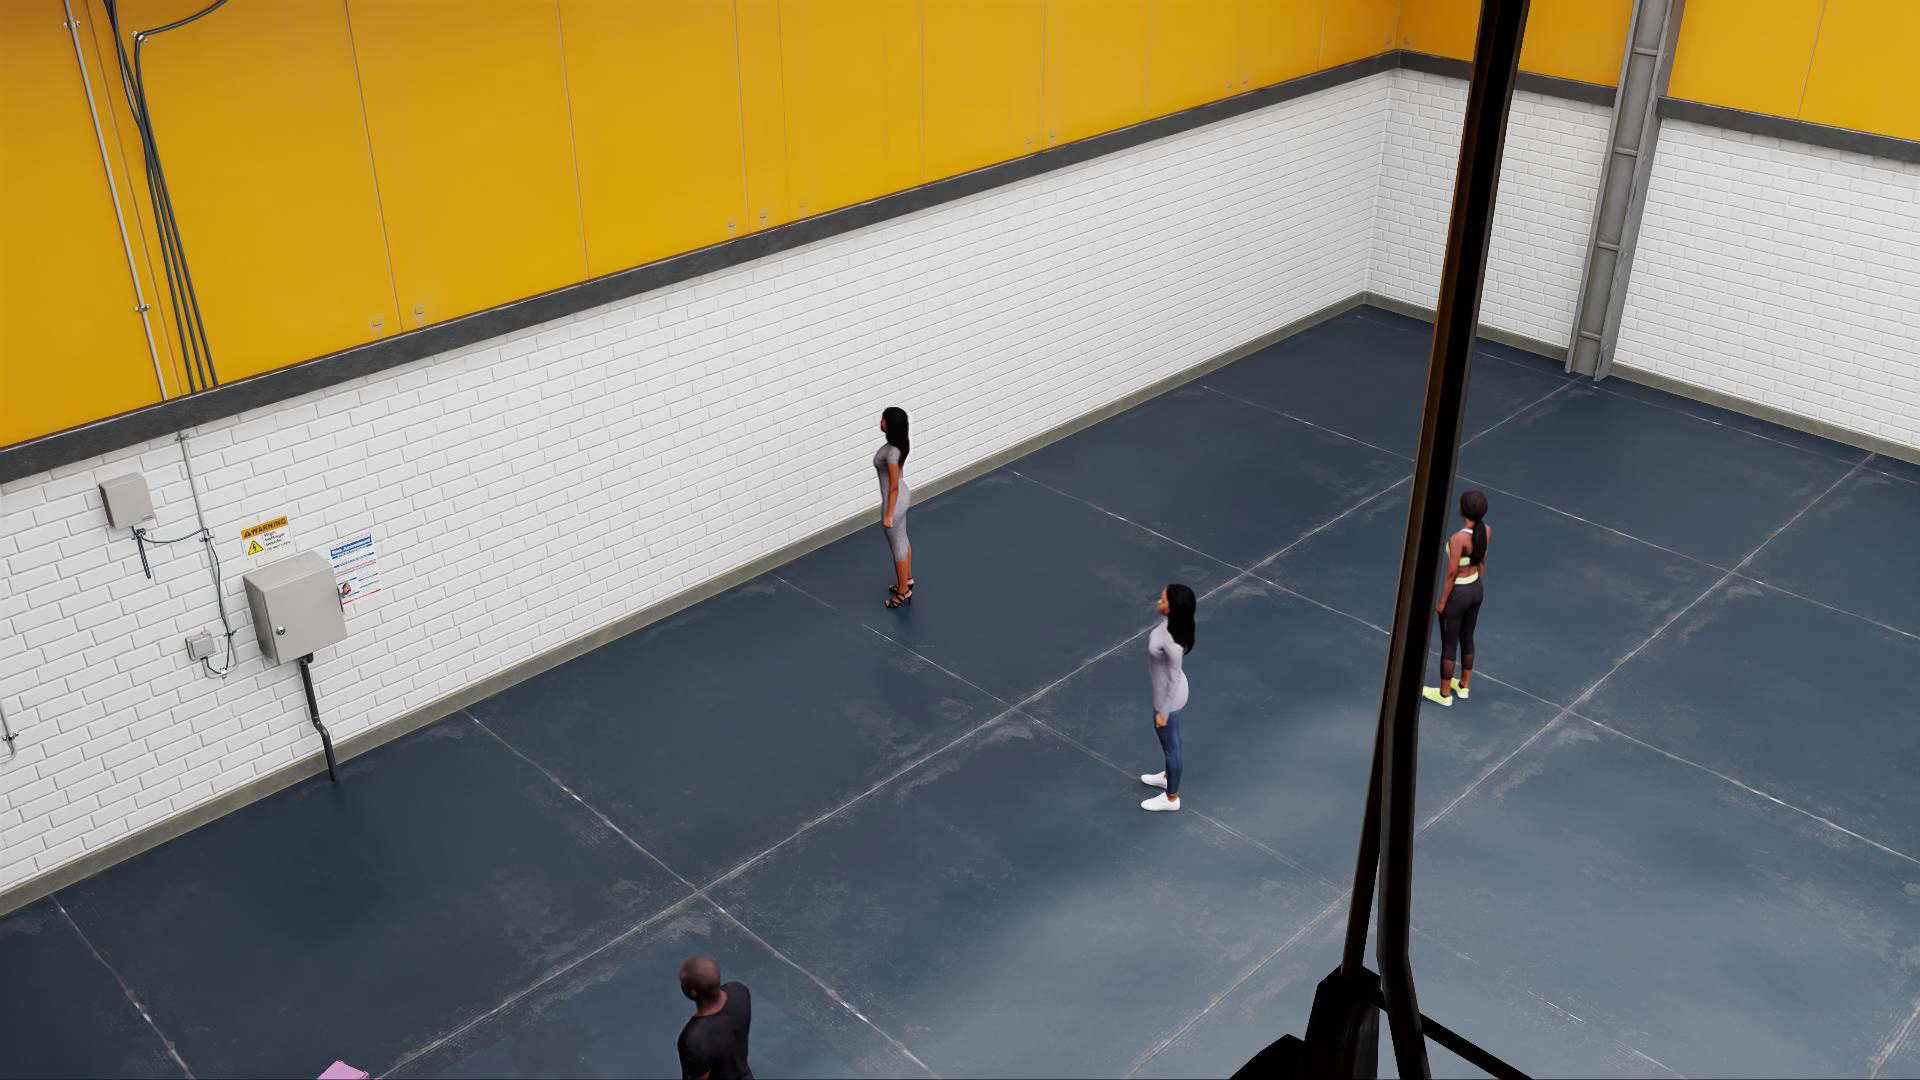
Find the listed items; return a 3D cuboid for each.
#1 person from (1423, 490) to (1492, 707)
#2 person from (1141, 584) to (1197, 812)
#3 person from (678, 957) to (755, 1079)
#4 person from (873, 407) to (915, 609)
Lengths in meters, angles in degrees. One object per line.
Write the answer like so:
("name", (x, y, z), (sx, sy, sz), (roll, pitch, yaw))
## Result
("person", (3.752, 0.435, 12.424), (0.613, 1.753, 0.577), (-16, 32, -27))
("person", (1.439, 1.059, 11.299), (0.713, 1.735, 0.690), (5, 29, 9))
("person", (-1.170, 2.739, 8.130), (0.713, 1.819, 0.742), (11, 30, 19))
("person", (-0.524, -0.273, 13.692), (0.705, 1.781, 0.674), (4, 29, 8))
